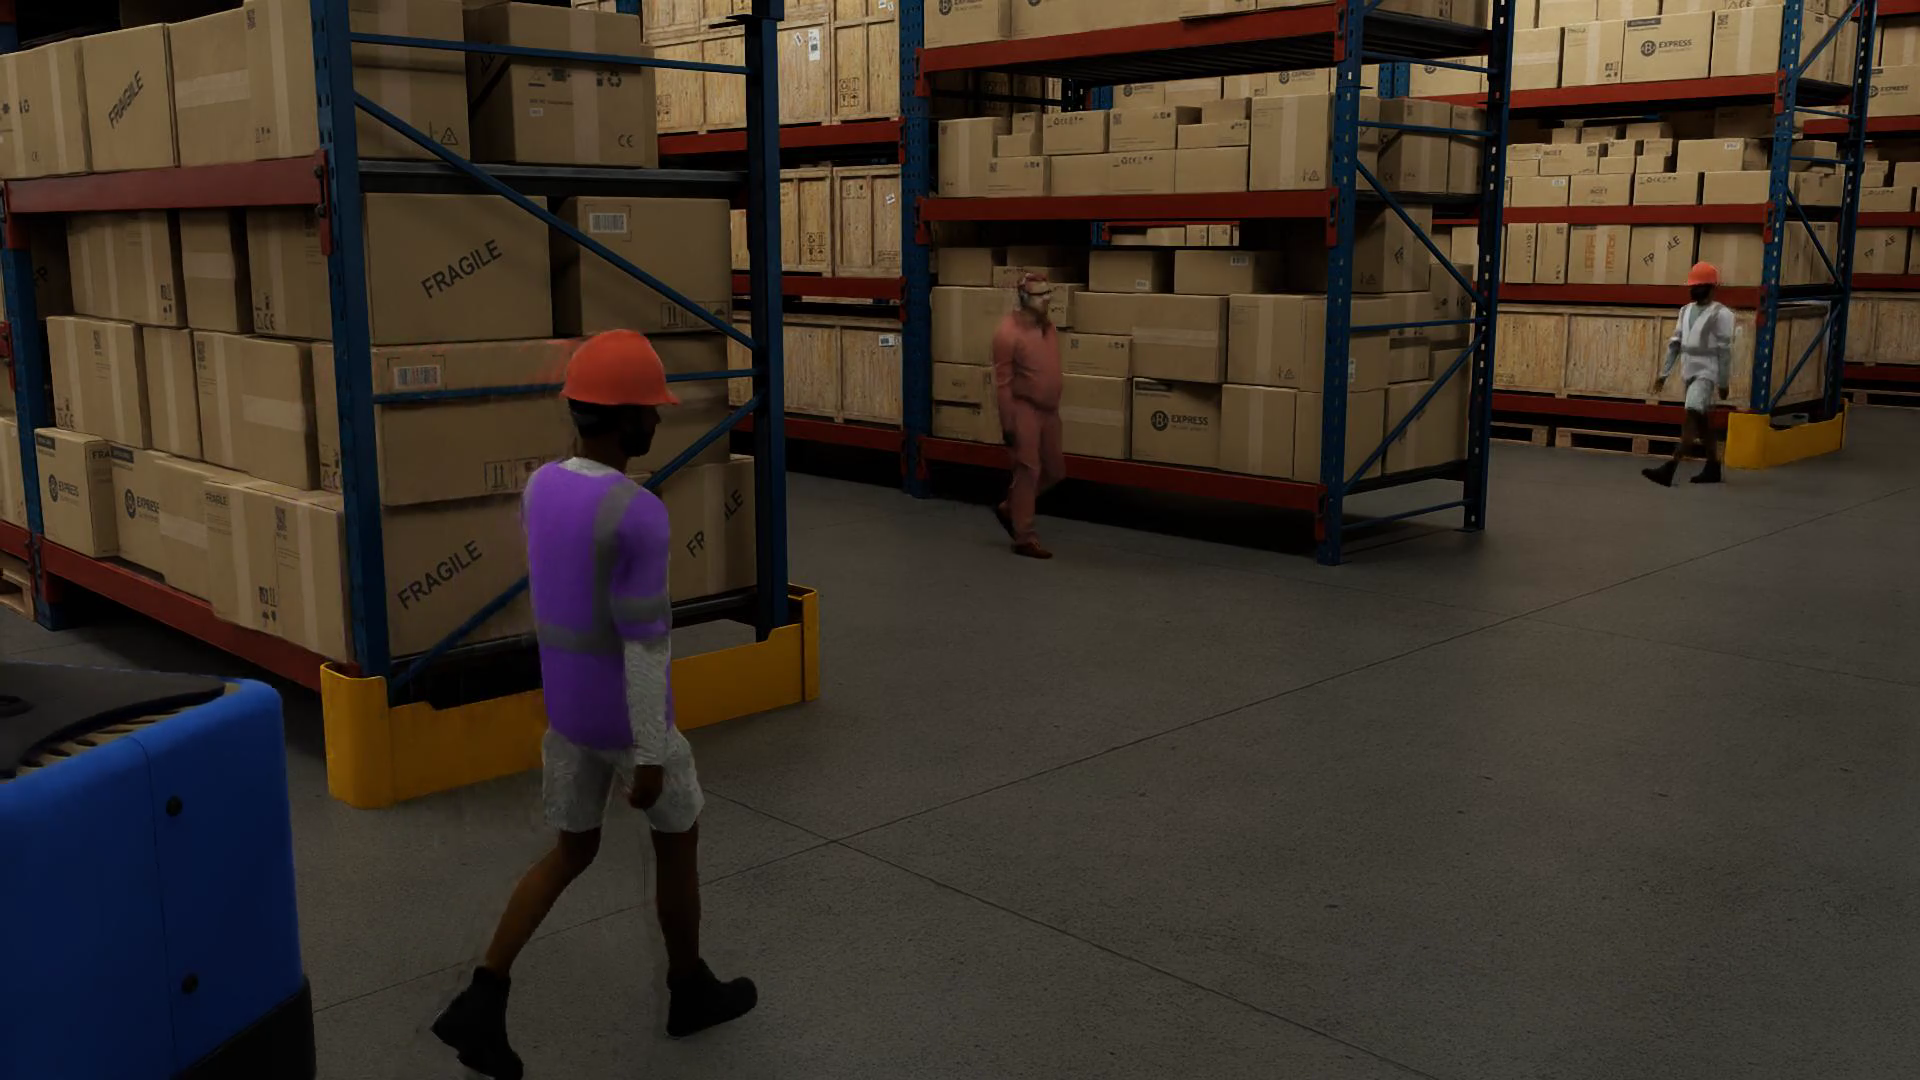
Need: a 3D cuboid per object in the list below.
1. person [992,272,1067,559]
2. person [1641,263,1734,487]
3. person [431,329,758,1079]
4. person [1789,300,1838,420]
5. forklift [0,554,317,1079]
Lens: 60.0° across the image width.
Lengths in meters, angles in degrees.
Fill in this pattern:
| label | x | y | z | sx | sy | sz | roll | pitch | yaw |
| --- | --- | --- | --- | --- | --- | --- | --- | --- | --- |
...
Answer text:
| label | x | y | z | sx | sy | sz | roll | pitch | yaw |
| --- | --- | --- | --- | --- | --- | --- | --- | --- | --- |
| person | 0.445 | -0.829 | 11.062 | 0.488 | 1.893 | 0.662 | 7 | 13 | 35 |
| person | 6.199 | -1.394 | 14.159 | 0.948 | 1.890 | 0.550 | -2 | 11 | -13 |
| person | -0.931 | 0.425 | 4.207 | 0.545 | 1.908 | 0.859 | 8 | 13 | 38 |
| person | 9.823 | -2.252 | 19.237 | 0.592 | 1.736 | 0.376 | 1 | 10 | 8 |
| forklift | -2.595 | 0.040 | 3.635 | 1.873 | 2.768 | 1.129 | 3 | 11 | 14 |
